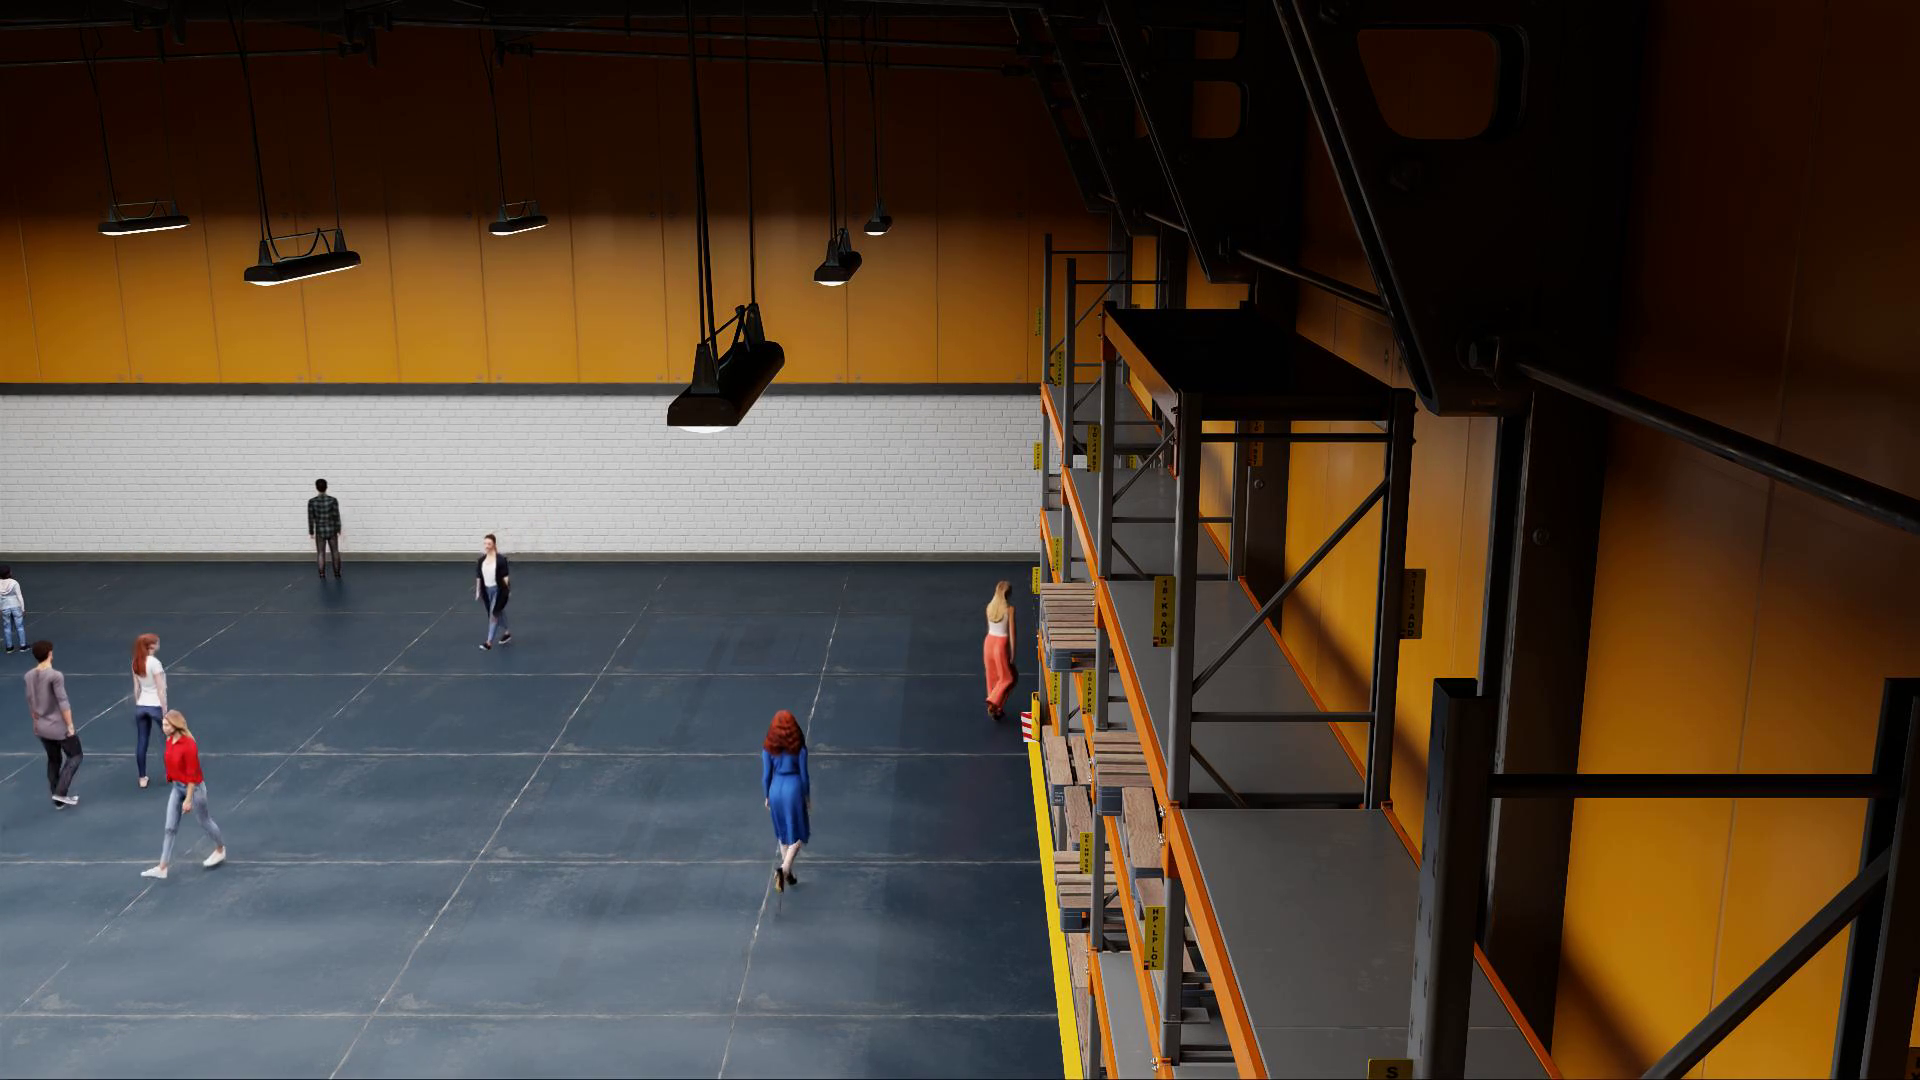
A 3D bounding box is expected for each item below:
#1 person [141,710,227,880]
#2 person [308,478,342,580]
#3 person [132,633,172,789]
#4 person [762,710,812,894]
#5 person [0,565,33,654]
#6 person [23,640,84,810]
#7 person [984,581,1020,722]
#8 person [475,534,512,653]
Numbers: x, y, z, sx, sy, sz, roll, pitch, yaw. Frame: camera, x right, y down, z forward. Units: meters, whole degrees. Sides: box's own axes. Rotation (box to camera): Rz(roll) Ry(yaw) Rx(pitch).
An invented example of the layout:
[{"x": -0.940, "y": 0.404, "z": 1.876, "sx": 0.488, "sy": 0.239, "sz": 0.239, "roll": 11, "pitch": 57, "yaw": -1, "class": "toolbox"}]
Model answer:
[{"x": -7.479, "y": 2.464, "z": 16.283, "sx": 0.987, "sy": 1.659, "sz": 1.184, "roll": 8, "pitch": 16, "yaw": 28, "class": "person"}, {"x": -10.431, "y": -0.174, "z": 27.312, "sx": 0.734, "sy": 1.714, "sz": 0.648, "roll": -5, "pitch": 14, "yaw": -18, "class": "person"}, {"x": -9.016, "y": 1.901, "z": 18.475, "sx": 0.806, "sy": 1.721, "sz": 0.804, "roll": 3, "pitch": 14, "yaw": 11, "class": "person"}, {"x": -1.651, "y": 2.522, "z": 15.710, "sx": 0.754, "sy": 1.816, "sz": 0.967, "roll": 3, "pitch": 14, "yaw": 14, "class": "person"}, {"x": -13.337, "y": 0.955, "z": 23.359, "sx": 0.518, "sy": 1.261, "sz": 0.538, "roll": -3, "pitch": 14, "yaw": -11, "class": "person"}, {"x": -9.764, "y": 2.021, "z": 17.768, "sx": 0.854, "sy": 1.822, "sz": 0.830, "roll": 5, "pitch": 15, "yaw": 21, "class": "person"}, {"x": 0.428, "y": 1.392, "z": 20.428, "sx": 0.849, "sy": 1.791, "sz": 0.913, "roll": 9, "pitch": 16, "yaw": 31, "class": "person"}, {"x": -6.522, "y": 0.736, "z": 23.478, "sx": 0.846, "sy": 1.631, "sz": 1.187, "roll": 4, "pitch": 14, "yaw": 15, "class": "person"}]
